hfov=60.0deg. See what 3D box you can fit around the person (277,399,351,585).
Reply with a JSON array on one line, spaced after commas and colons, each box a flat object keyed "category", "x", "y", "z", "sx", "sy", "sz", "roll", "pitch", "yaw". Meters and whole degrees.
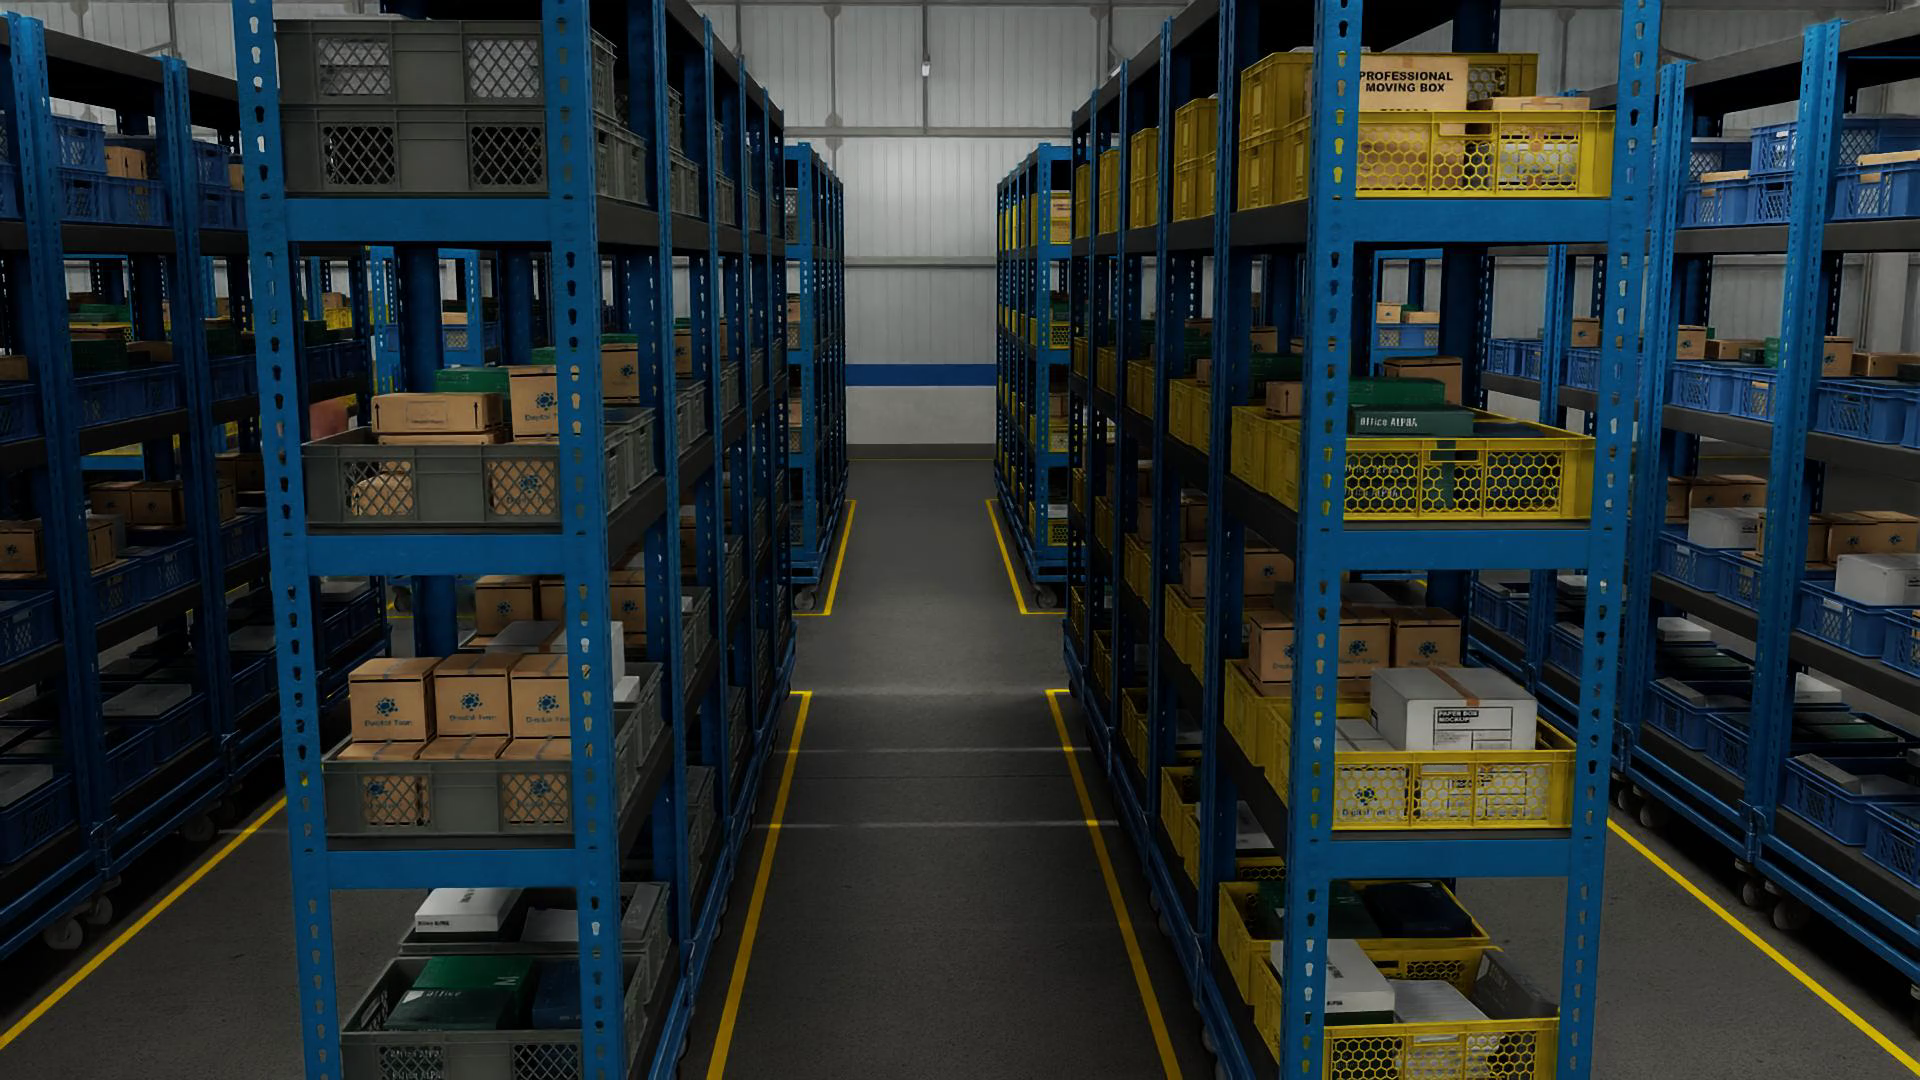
[{"category": "person", "x": -5.349, "y": -0.550, "z": 13.780, "sx": 0.613, "sy": 1.963, "sz": 0.858, "roll": -2, "pitch": 9, "yaw": -9}]
